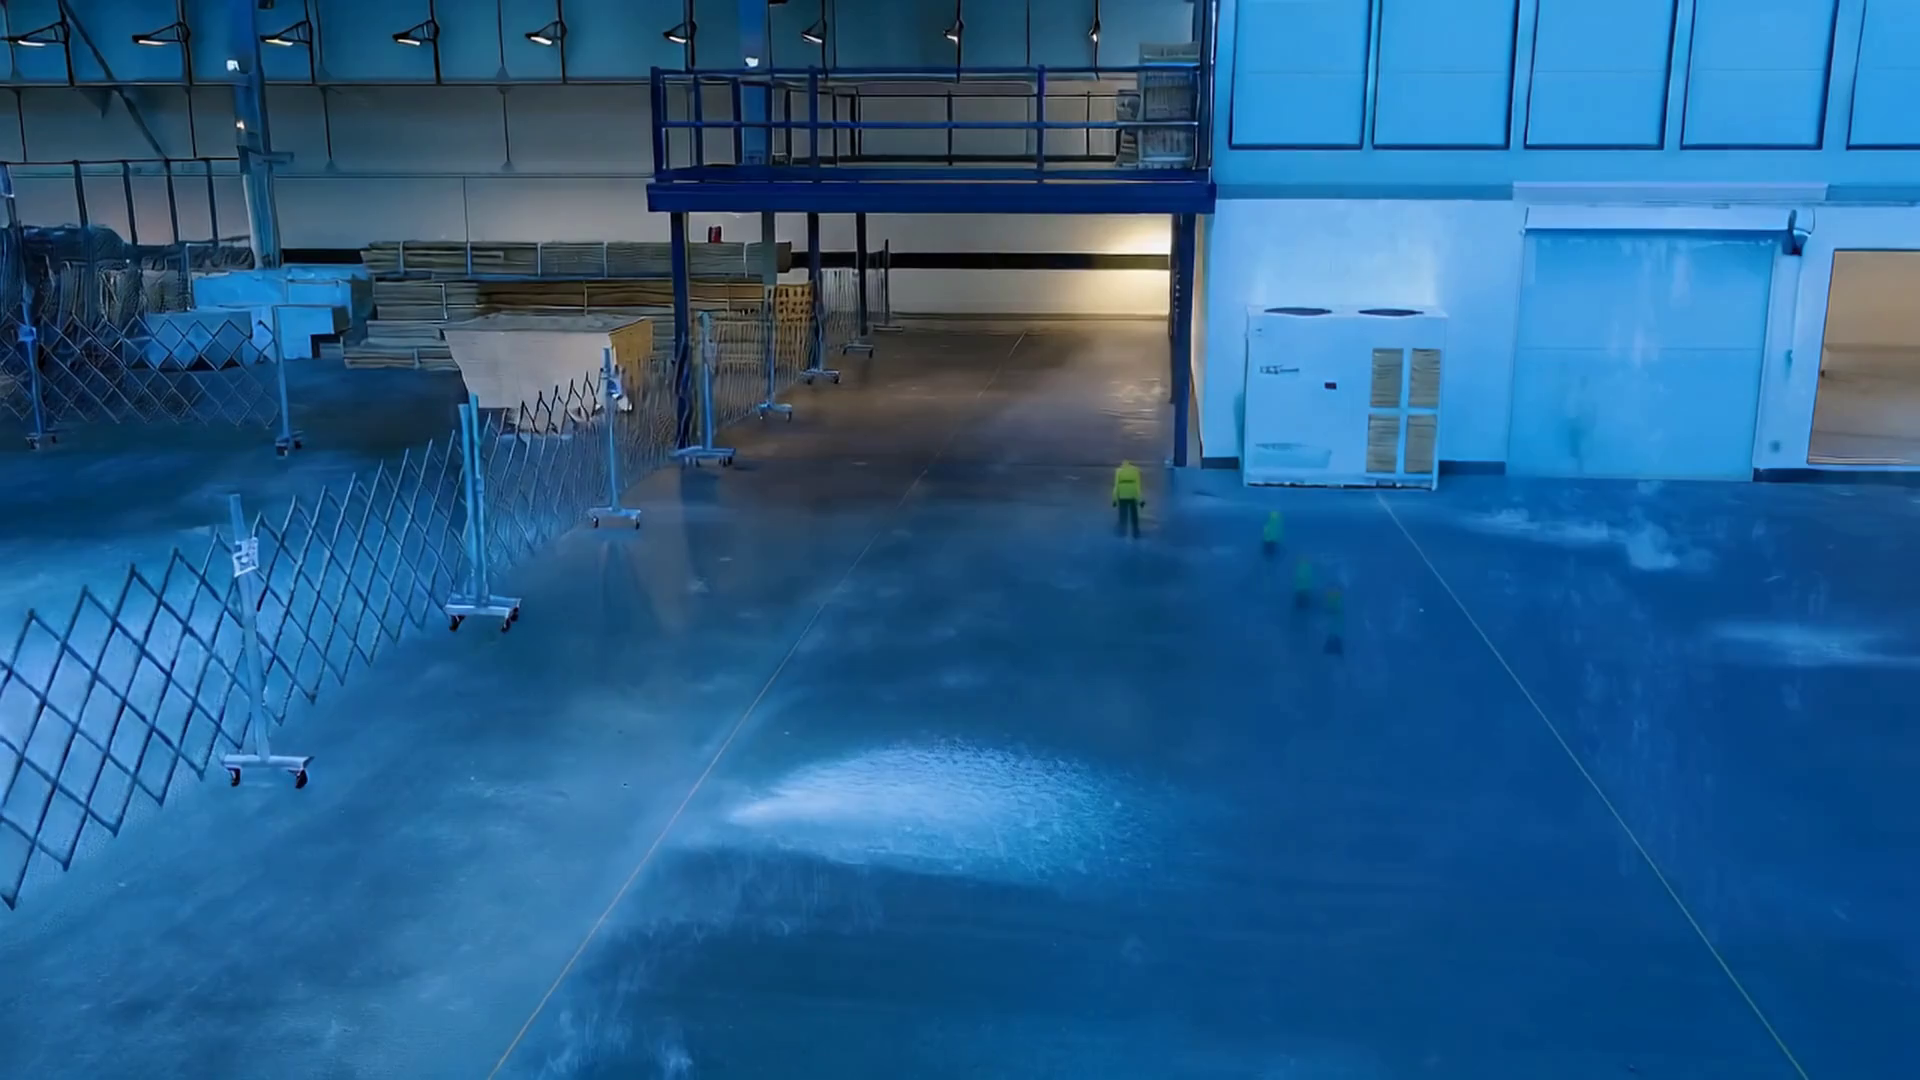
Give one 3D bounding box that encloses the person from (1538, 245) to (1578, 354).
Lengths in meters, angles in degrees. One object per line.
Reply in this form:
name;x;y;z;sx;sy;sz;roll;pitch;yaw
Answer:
person;9.393;-3.694;25.954;0.645;1.887;0.554;-10;17;-34
